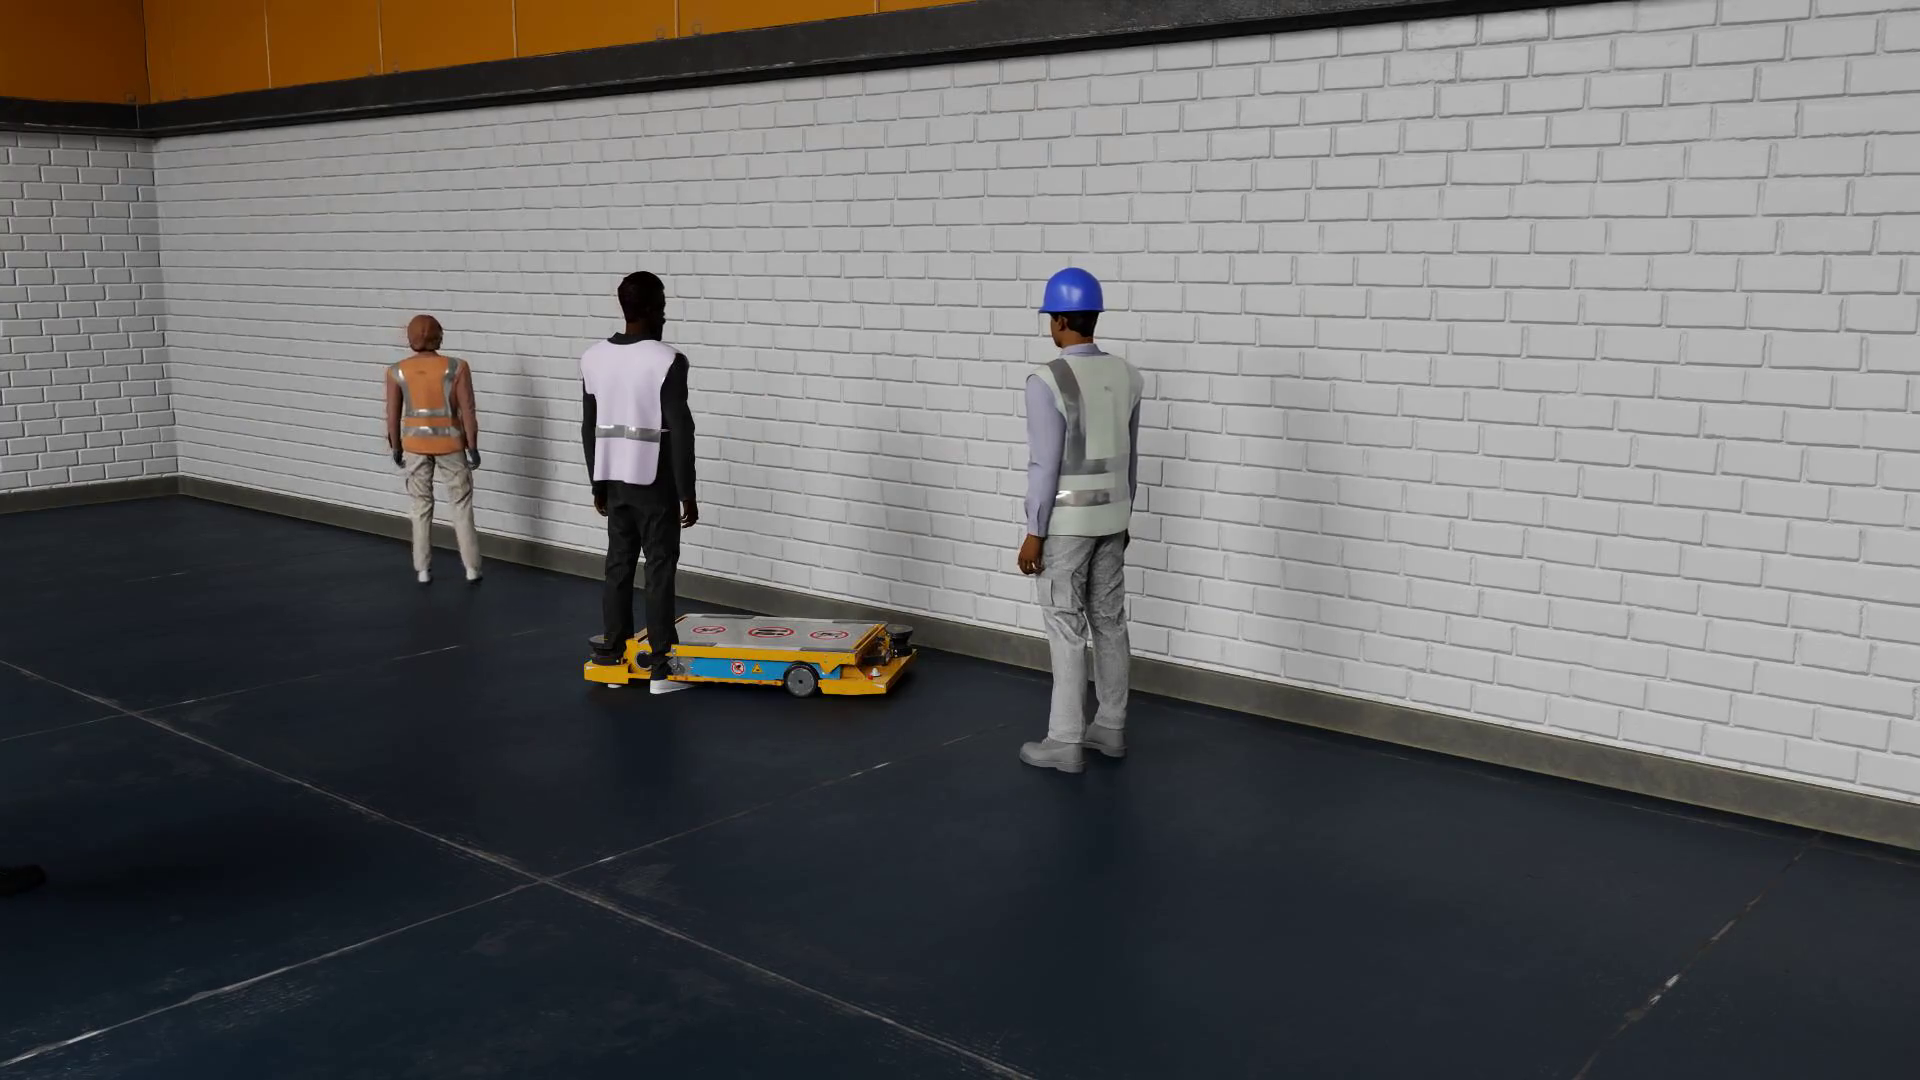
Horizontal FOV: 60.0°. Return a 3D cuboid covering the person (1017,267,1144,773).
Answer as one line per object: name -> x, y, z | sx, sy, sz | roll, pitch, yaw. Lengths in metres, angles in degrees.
person -> 0.454, -0.076, 6.479 | 0.614, 1.945, 0.404 | -10, 14, -44

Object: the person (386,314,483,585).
person -> -3.158, -0.533, 9.986 | 0.545, 1.632, 0.349 | -1, 10, -4

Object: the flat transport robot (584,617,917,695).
flat transport robot -> -0.970, 0.525, 7.830 | 1.431, 0.197, 0.652 | 2, 10, 11

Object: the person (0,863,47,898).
person -> -3.275, 0.214, 4.960 | 0.726, 1.909, 0.543 | -9, 14, -43

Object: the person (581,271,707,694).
person -> -1.456, -0.255, 7.581 | 0.596, 1.917, 0.374 | 6, 11, 29
